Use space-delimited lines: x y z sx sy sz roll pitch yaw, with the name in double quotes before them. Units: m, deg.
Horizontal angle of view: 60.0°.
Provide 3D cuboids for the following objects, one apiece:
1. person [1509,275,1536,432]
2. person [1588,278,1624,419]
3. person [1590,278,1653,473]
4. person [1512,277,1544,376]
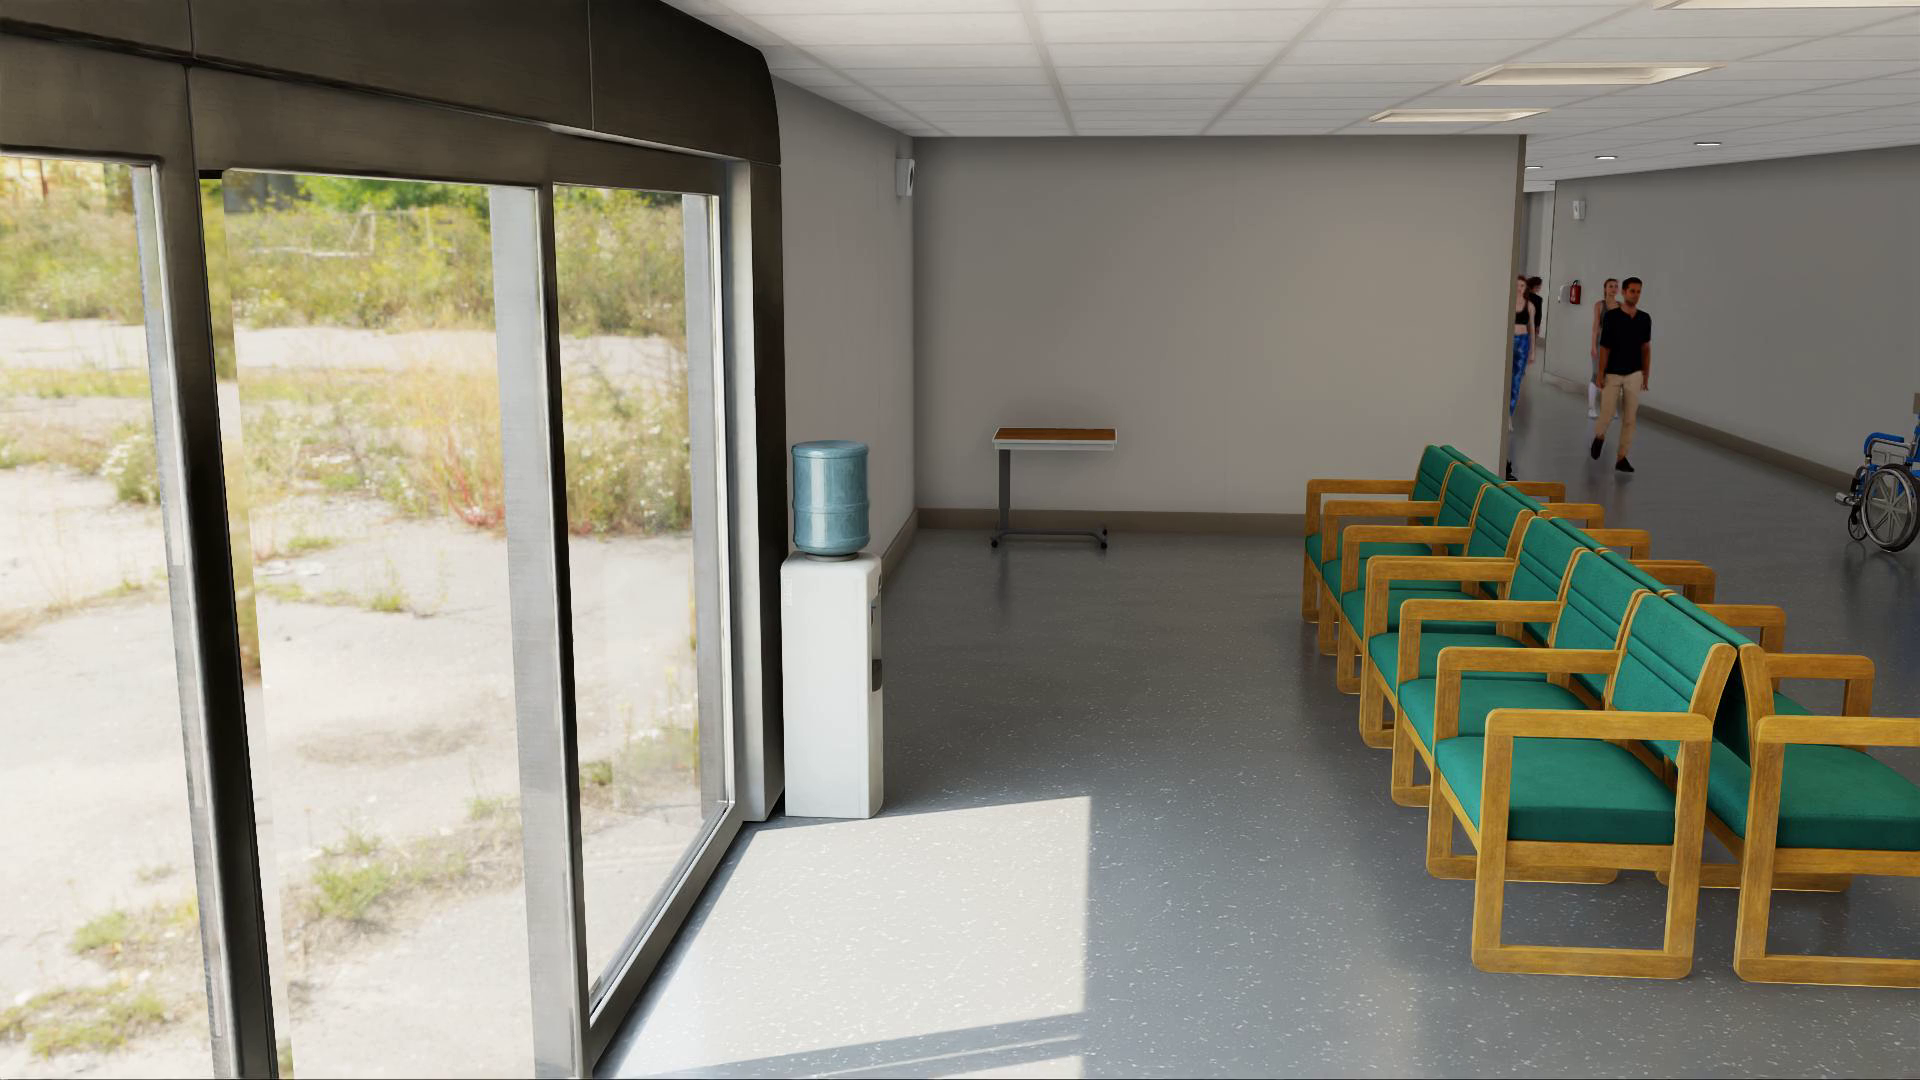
"person" 6.311 -2.125 18.992 0.654 1.776 0.655 2 11 8
"person" 7.910 -2.347 20.357 0.544 1.704 0.660 -1 11 -6
"person" 6.311 -1.580 15.940 0.789 1.844 0.726 0 11 2
"person" 8.856 -3.331 26.001 0.763 1.533 0.810 7 13 33
